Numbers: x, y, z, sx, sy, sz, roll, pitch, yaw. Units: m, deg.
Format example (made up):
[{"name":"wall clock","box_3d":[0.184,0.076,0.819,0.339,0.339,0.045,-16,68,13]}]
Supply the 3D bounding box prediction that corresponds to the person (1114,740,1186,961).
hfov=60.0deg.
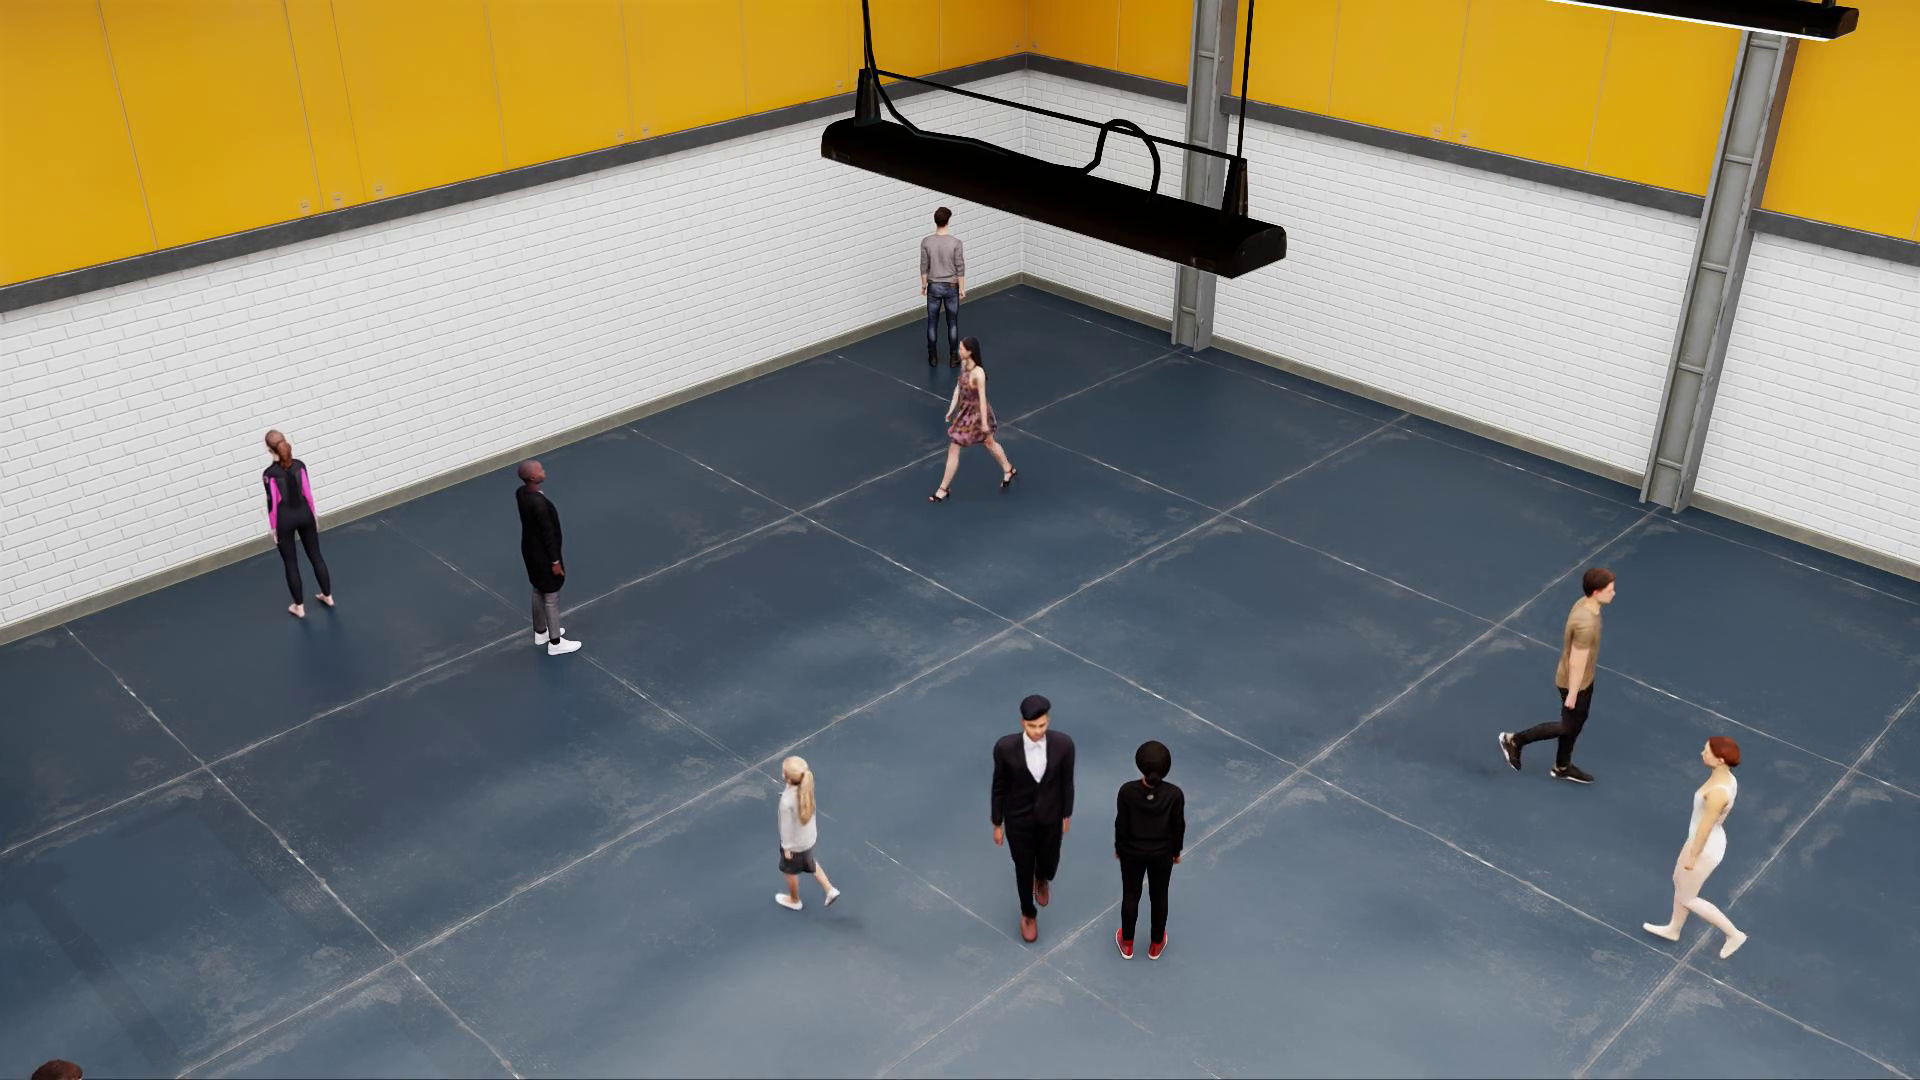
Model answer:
[{"name":"person","box_3d":[1.202,1.985,10.646,0.668,1.675,0.744,2,29,4]}]

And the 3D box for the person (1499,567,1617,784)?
[{"name":"person","box_3d":[4.455,1.004,12.275,1.066,1.836,0.886,11,31,20]}]

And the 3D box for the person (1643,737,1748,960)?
[{"name":"person","box_3d":[4.858,2.007,10.657,0.898,1.625,0.706,14,31,23]}]

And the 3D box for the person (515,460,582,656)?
[{"name":"person","box_3d":[-3.519,0.130,13.956,0.728,1.761,0.531,-20,34,-32]}]

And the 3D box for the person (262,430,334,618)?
[{"name":"person","box_3d":[-5.807,-0.156,14.495,0.557,1.747,0.536,-25,37,-38]}]

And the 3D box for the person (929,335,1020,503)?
[{"name":"person","box_3d":[0.211,-1.194,16.424,1.071,1.722,1.218,-9,30,-16]}]

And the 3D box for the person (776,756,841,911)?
[{"name":"person","box_3d":[-1.030,1.977,11.084,0.751,1.268,0.595,17,33,28]}]

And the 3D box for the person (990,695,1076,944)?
[{"name":"person","box_3d":[0.473,1.742,10.886,0.921,1.871,0.982,-1,29,-1]}]

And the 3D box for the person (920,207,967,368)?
[{"name":"person","box_3d":[-0.202,-2.946,19.447,0.739,1.904,0.833,4,29,7]}]
